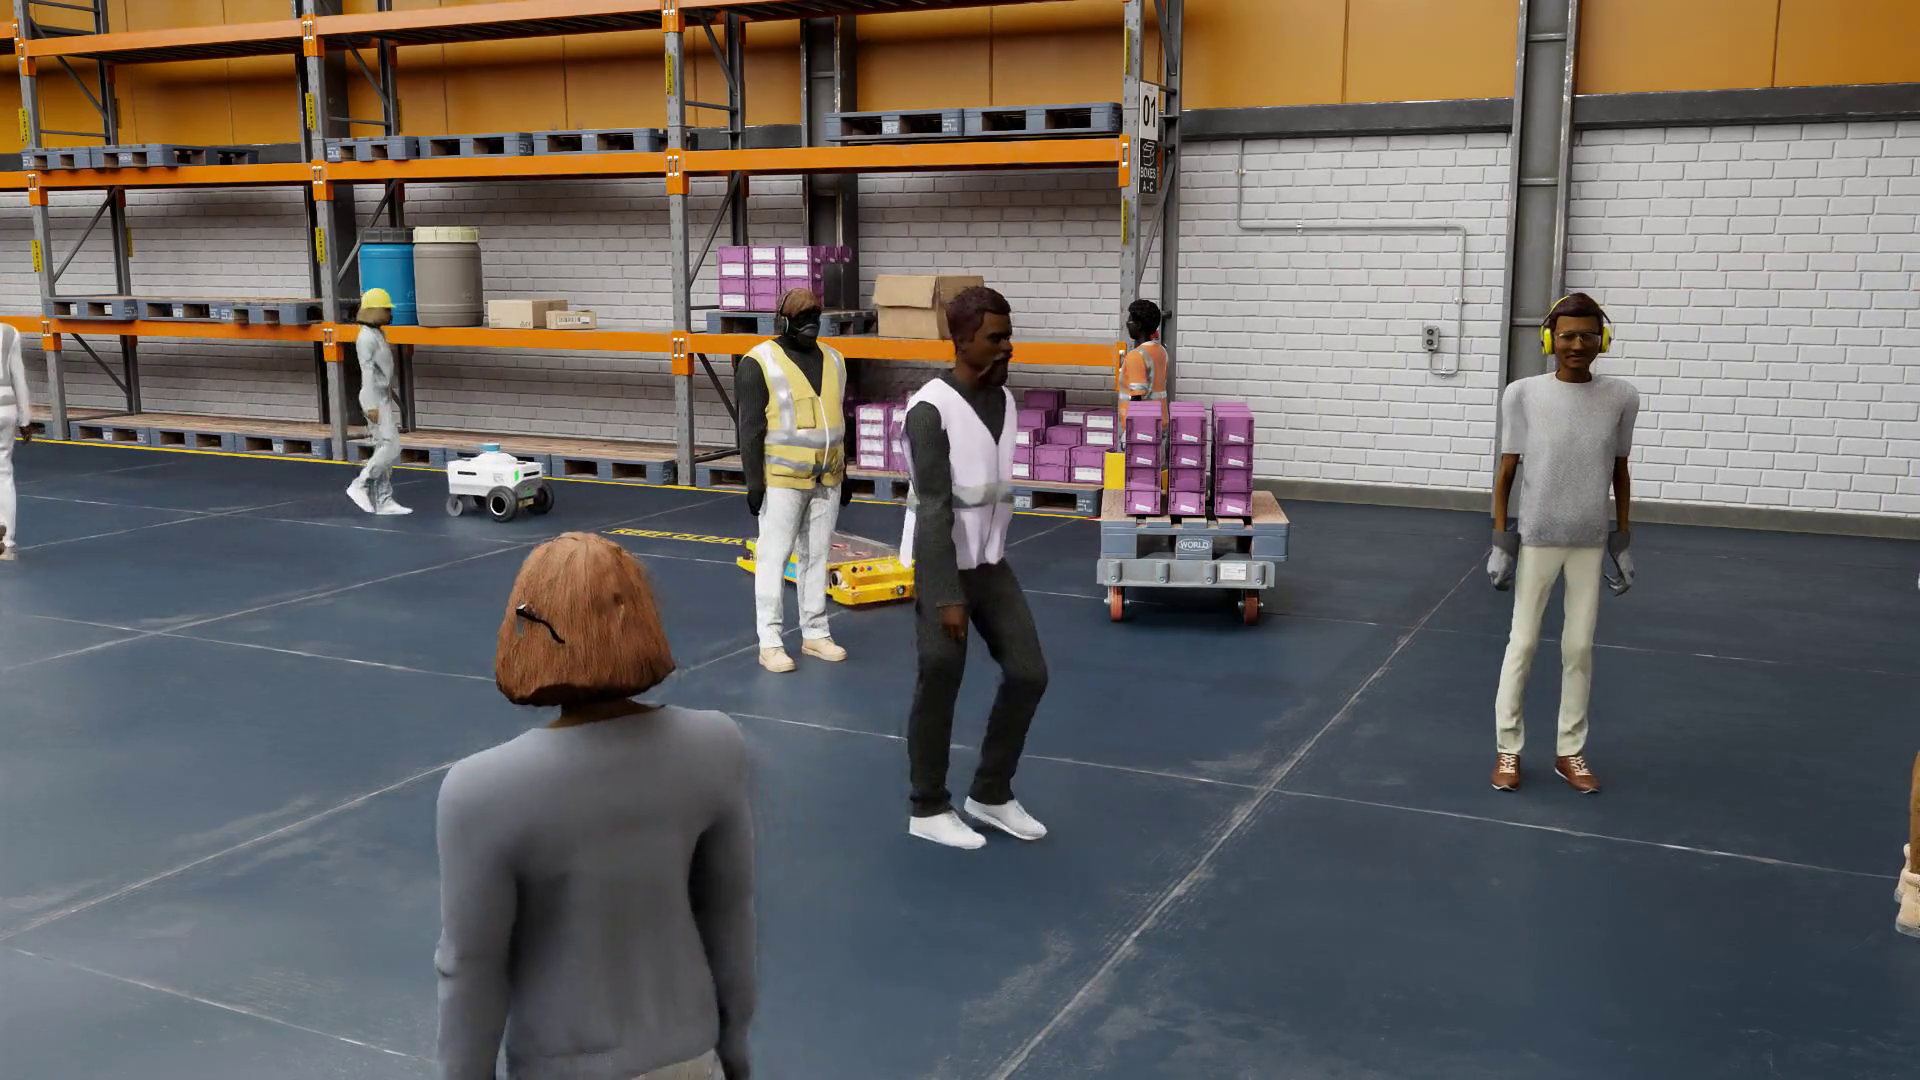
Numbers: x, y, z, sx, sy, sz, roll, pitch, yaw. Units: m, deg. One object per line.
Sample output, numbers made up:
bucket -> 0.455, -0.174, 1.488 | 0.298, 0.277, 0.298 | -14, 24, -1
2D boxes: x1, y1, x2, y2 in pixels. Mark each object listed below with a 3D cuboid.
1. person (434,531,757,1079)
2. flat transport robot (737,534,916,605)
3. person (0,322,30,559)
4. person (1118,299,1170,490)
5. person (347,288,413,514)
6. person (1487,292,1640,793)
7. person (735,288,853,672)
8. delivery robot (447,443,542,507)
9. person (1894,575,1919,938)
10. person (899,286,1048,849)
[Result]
person -> -0.485, 0.798, 2.456 | 0.499, 1.619, 0.655 | -8, 13, -38
flat transport robot -> -0.737, 0.144, 10.051 | 0.652, 0.197, 1.431 | -7, 12, -34
person -> -6.270, -0.766, 10.700 | 0.538, 1.866, 0.608 | 8, 13, 40
person -> 1.212, -0.740, 11.034 | 0.319, 1.697, 0.533 | 5, 11, 25
person -> -4.401, -1.040, 12.623 | 0.379, 1.731, 0.503 | -1, 10, -8
person -> 2.246, 0.021, 6.198 | 0.534, 1.863, 0.310 | 1, 10, 6
person -> -0.772, -0.294, 8.064 | 0.634, 1.841, 0.429 | -9, 13, -42
delivery robot -> -3.526, -0.489, 12.597 | 0.707, 0.478, 0.477 | 5, 11, 24
person -> 3.018, 0.168, 4.844 | 0.396, 2.042, 0.611 | 7, 12, 33
person -> 0.059, 0.119, 5.538 | 0.595, 1.899, 0.587 | 7, 12, 35
